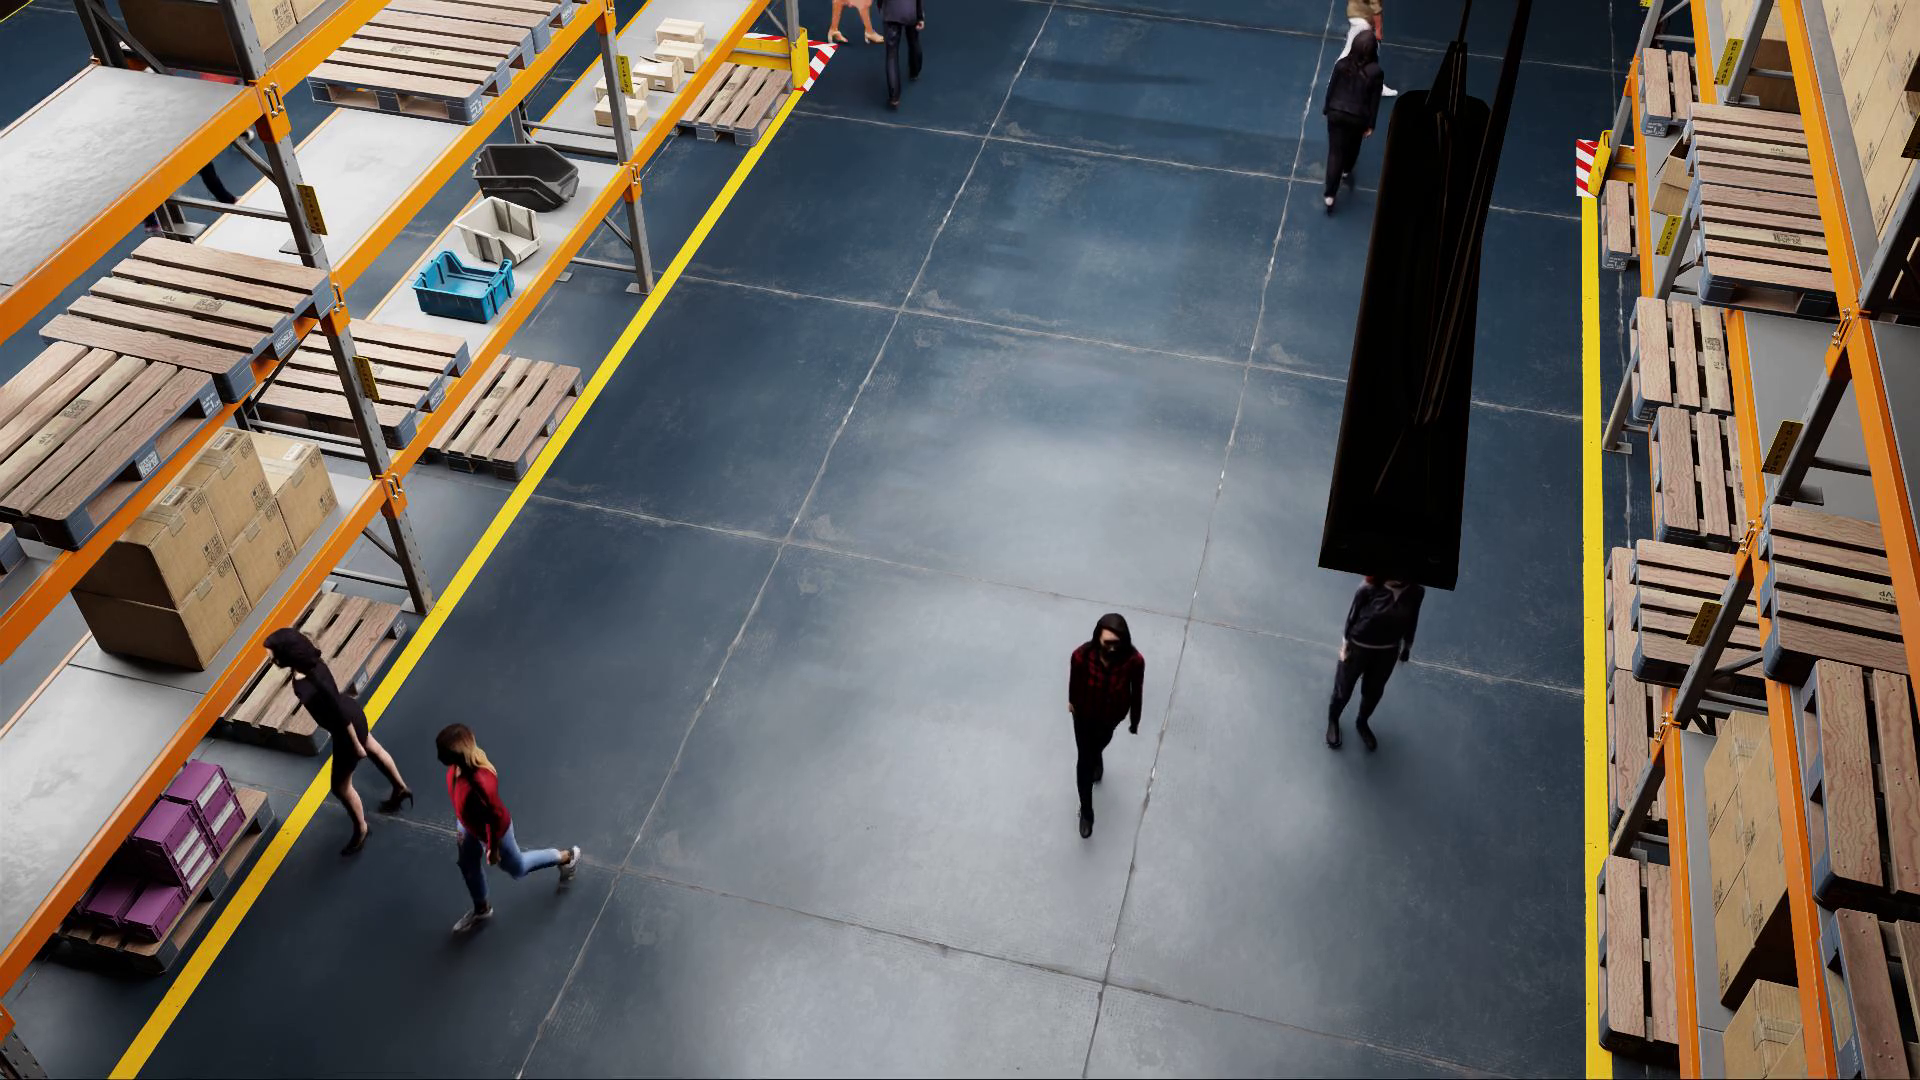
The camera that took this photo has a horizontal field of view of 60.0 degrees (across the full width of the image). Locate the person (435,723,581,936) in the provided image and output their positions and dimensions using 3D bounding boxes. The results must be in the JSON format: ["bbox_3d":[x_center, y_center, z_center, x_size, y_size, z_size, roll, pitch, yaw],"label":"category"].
[{"bbox_3d":[-2.610,1.585,9.422,1.143,1.607,0.958,-34,53,-30],"label":"person"}]

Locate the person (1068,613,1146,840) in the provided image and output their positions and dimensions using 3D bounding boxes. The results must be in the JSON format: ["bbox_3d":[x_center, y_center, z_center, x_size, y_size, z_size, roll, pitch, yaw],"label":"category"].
[{"bbox_3d":[0.850,0.944,10.083,0.753,1.625,1.030,0,44,0],"label":"person"}]

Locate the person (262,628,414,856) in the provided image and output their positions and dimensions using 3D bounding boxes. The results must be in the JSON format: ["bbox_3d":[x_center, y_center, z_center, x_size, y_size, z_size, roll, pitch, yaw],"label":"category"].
[{"bbox_3d":[-3.573,1.115,9.794,0.910,1.776,0.845,-22,48,-21],"label":"person"}]

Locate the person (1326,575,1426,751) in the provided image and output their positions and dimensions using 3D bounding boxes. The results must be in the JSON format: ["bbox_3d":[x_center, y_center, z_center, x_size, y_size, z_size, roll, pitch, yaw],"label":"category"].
[{"bbox_3d":[2.545,0.640,10.299,0.657,1.767,0.629,-1,44,-1],"label":"person"}]

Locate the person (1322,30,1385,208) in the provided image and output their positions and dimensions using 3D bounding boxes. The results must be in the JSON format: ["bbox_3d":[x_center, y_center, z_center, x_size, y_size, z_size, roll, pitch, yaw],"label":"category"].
[{"bbox_3d":[3.514,-3.773,15.072,0.670,1.574,1.113,12,45,12],"label":"person"}]

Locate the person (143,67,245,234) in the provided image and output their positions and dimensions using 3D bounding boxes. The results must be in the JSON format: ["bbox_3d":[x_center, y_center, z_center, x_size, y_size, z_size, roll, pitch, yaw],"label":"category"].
[{"bbox_3d":[-7.034,-3.508,14.623,1.079,1.808,1.347,32,52,29],"label":"person"}]

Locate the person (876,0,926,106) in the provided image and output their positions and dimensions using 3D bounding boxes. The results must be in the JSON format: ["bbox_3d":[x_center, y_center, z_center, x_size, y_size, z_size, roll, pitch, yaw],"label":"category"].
[{"bbox_3d":[-0.606,-5.178,16.405,0.869,1.767,1.208,0,44,1],"label":"person"}]

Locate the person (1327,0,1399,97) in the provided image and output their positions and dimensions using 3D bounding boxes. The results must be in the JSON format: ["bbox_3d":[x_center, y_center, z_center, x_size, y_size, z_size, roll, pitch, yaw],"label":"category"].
[{"bbox_3d":[3.893,-5.149,16.351,0.819,1.800,0.872,9,44,10],"label":"person"}]

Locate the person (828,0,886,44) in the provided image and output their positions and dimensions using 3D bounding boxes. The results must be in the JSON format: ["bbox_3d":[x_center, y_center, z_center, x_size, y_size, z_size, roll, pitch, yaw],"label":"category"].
[{"bbox_3d":[-1.255,-6.011,17.259,0.876,1.796,0.893,0,44,0],"label":"person"}]
